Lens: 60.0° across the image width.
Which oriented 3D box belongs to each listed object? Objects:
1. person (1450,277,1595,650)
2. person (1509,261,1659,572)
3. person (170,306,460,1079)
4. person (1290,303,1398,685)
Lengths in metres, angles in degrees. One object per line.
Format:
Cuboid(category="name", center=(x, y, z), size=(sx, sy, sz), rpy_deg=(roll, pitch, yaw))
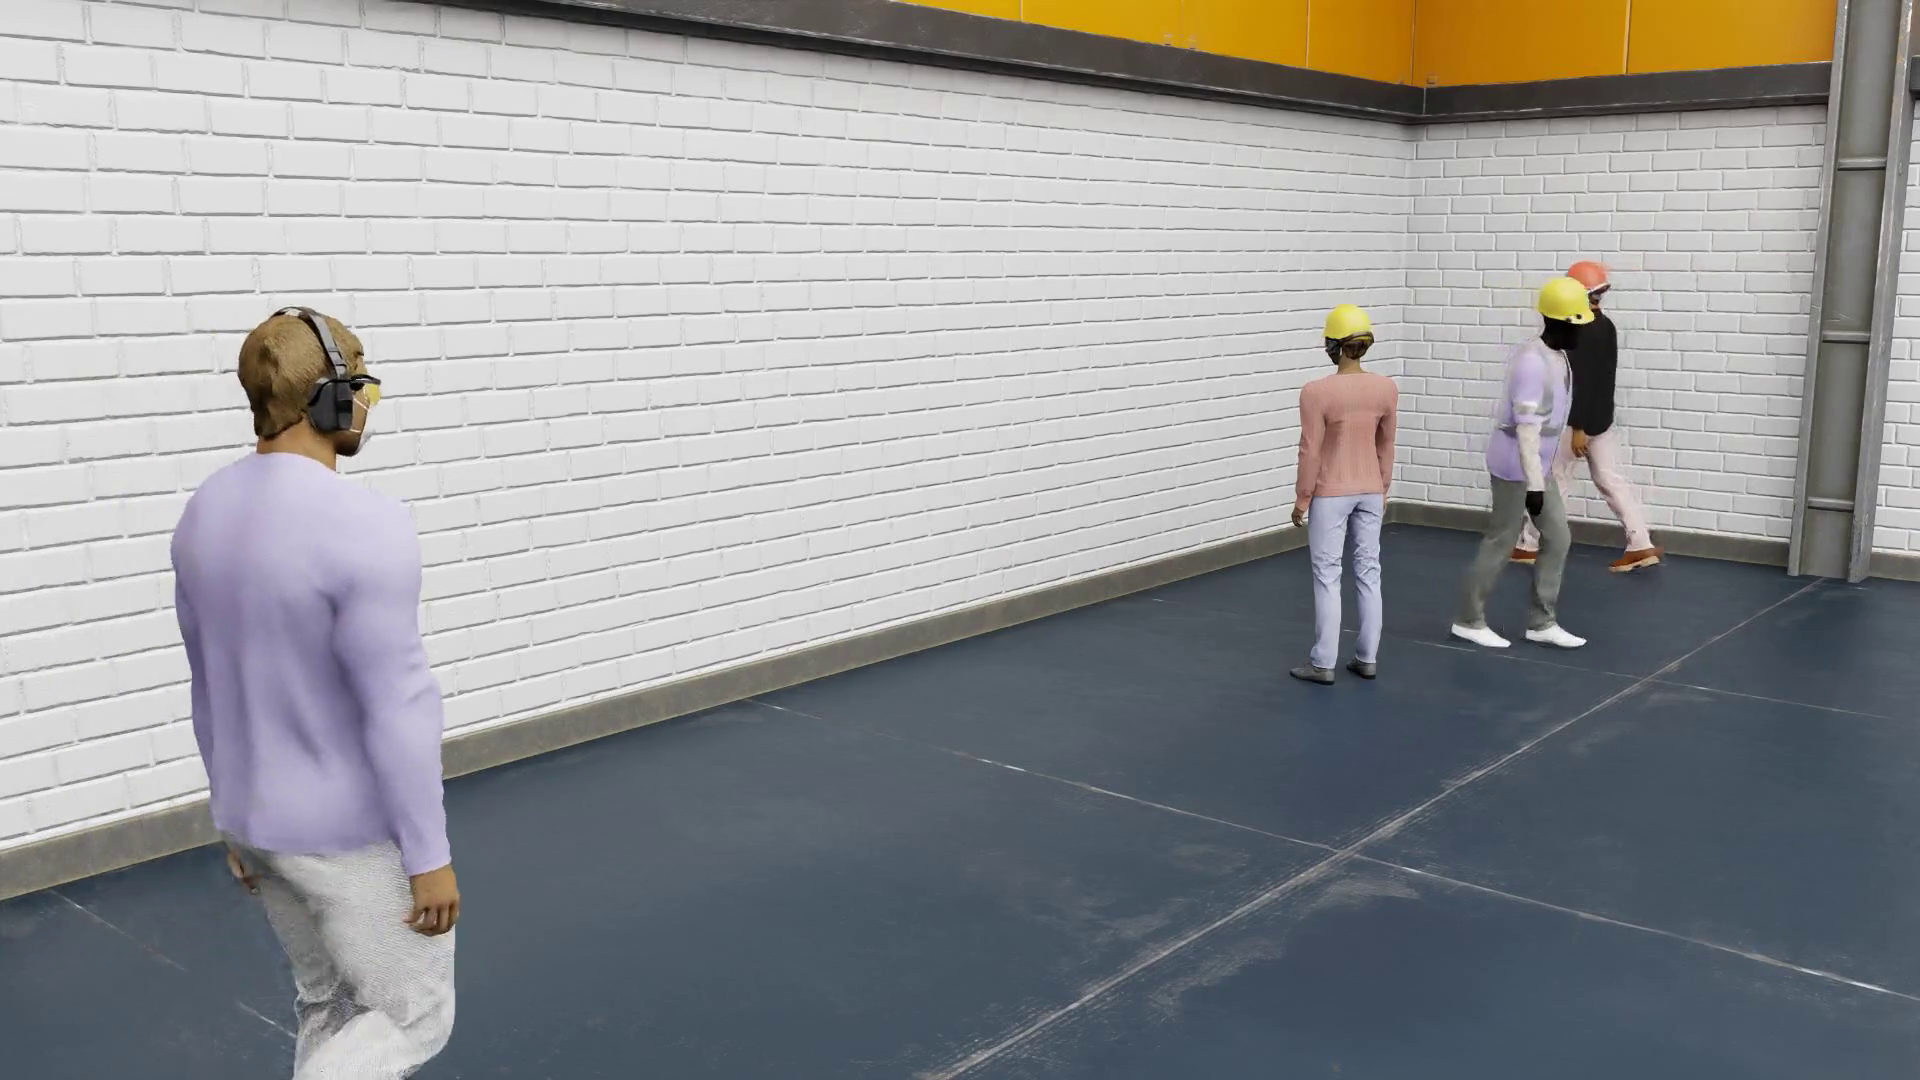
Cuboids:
Cuboid(category="person", center=(2.834, -0.356, 8.266), size=(0.773, 1.876, 0.601), rpy_deg=(8, 12, 37))
Cuboid(category="person", center=(3.940, -0.769, 10.427), size=(1.027, 1.951, 0.623), rpy_deg=(9, 14, 42))
Cuboid(category="person", center=(-1.221, 0.537, 3.065), size=(0.643, 1.924, 0.654), rpy_deg=(8, 12, 37))
Cuboid(category="person", center=(1.779, -0.207, 7.732), size=(0.525, 1.772, 0.305), rpy_deg=(-4, 11, -22))
